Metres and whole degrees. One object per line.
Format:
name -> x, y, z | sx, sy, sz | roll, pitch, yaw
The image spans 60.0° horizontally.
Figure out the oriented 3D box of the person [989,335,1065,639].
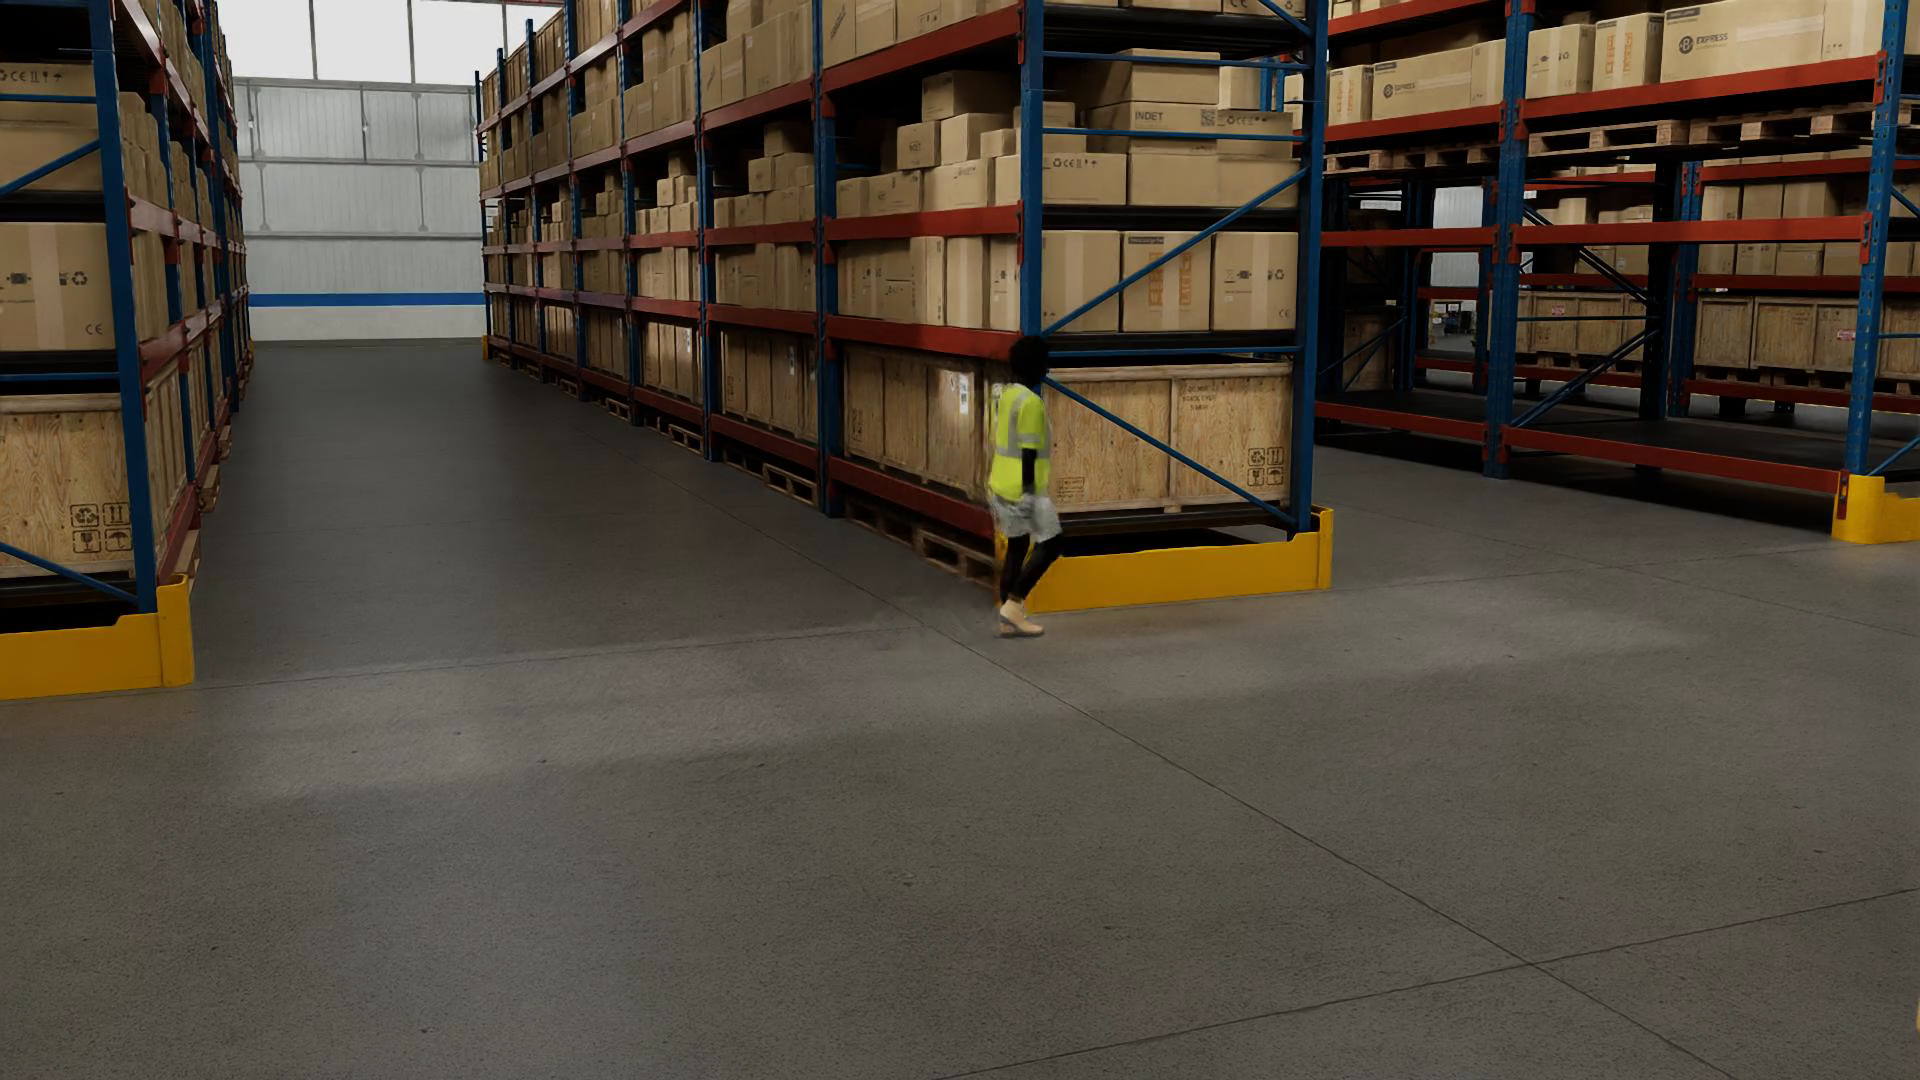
person -> 0.361, -0.277, 9.082 | 0.374, 1.677, 0.549 | -3, 10, -15
